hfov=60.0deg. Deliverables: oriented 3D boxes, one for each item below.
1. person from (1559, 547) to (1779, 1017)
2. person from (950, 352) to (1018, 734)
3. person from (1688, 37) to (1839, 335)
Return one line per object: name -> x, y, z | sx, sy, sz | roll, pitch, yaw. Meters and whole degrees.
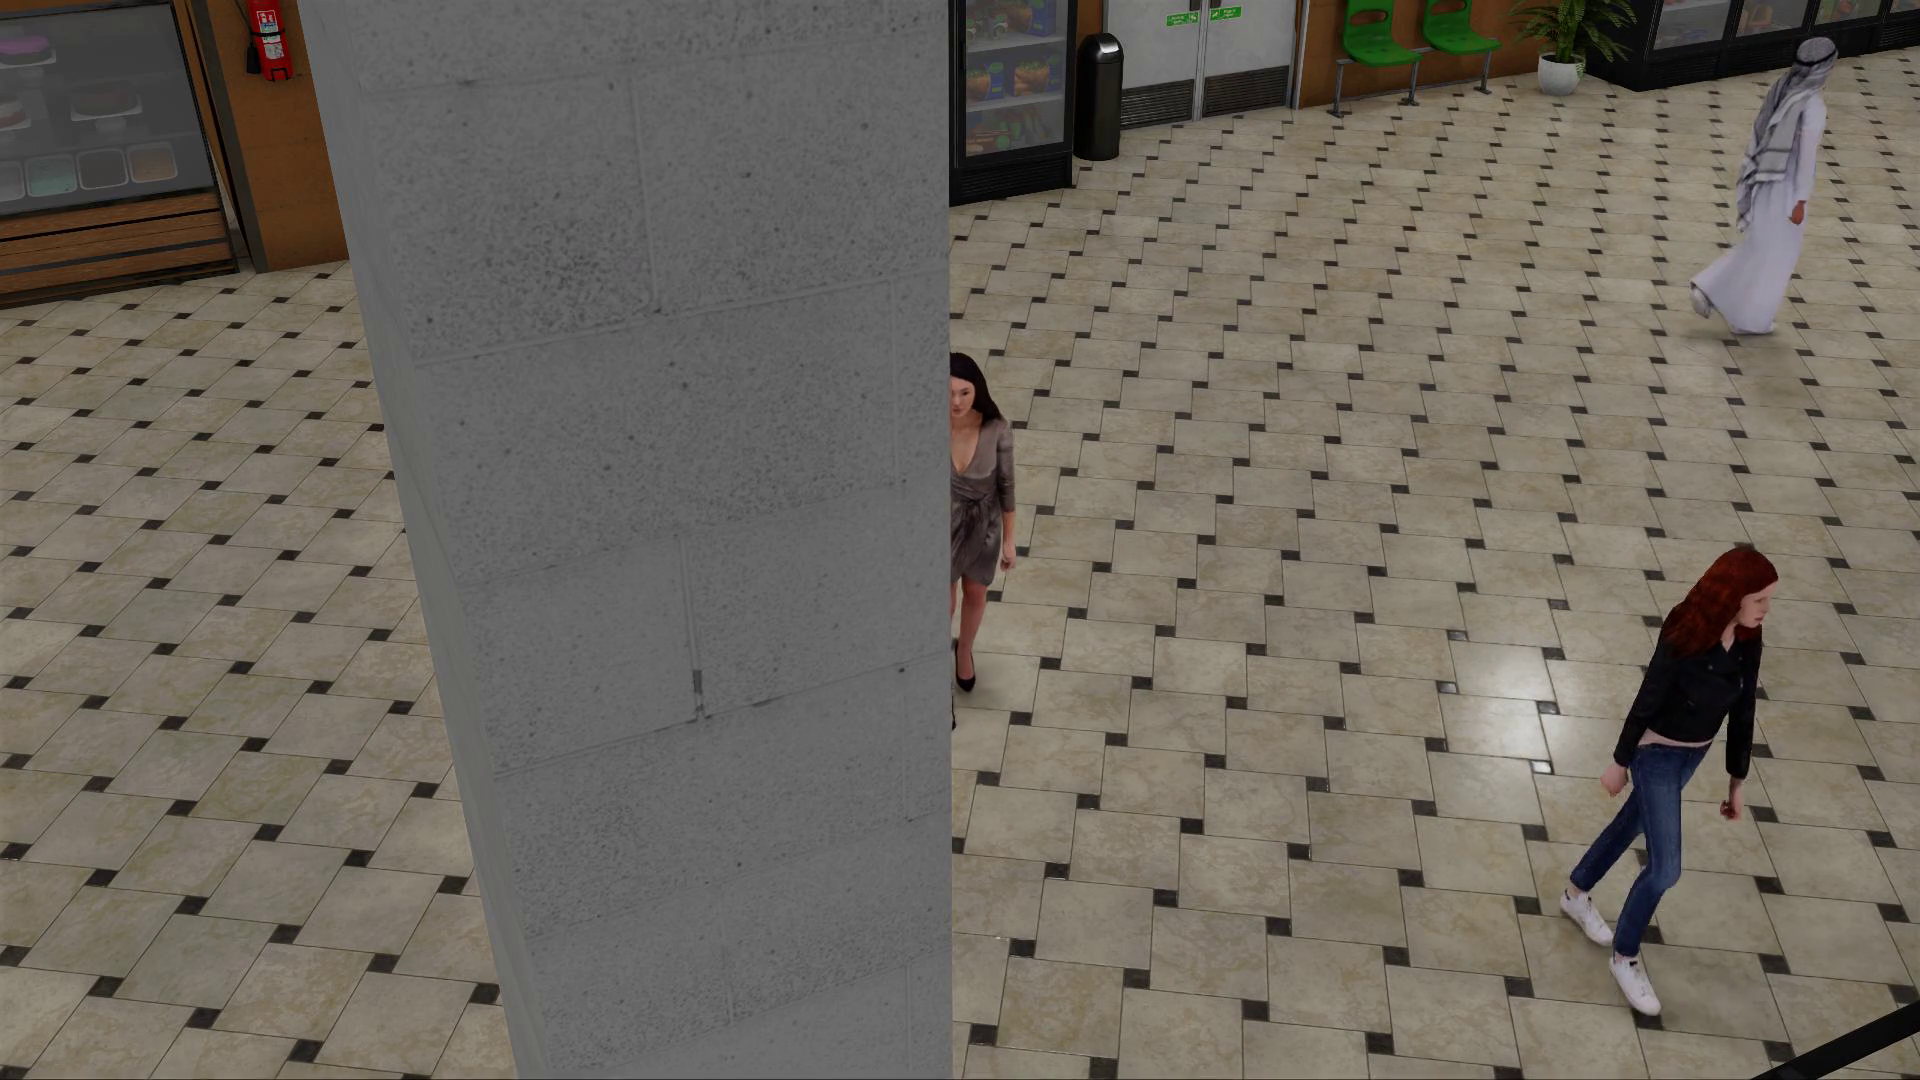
person -> 2.423, 0.737, 5.860 | 0.592, 1.765, 0.848 | -11, 33, -17
person -> 0.014, -0.060, 7.181 | 0.781, 1.722, 0.939 | -2, 32, -3
person -> 5.003, -2.157, 10.375 | 0.891, 1.908, 0.906 | -4, 32, -7
